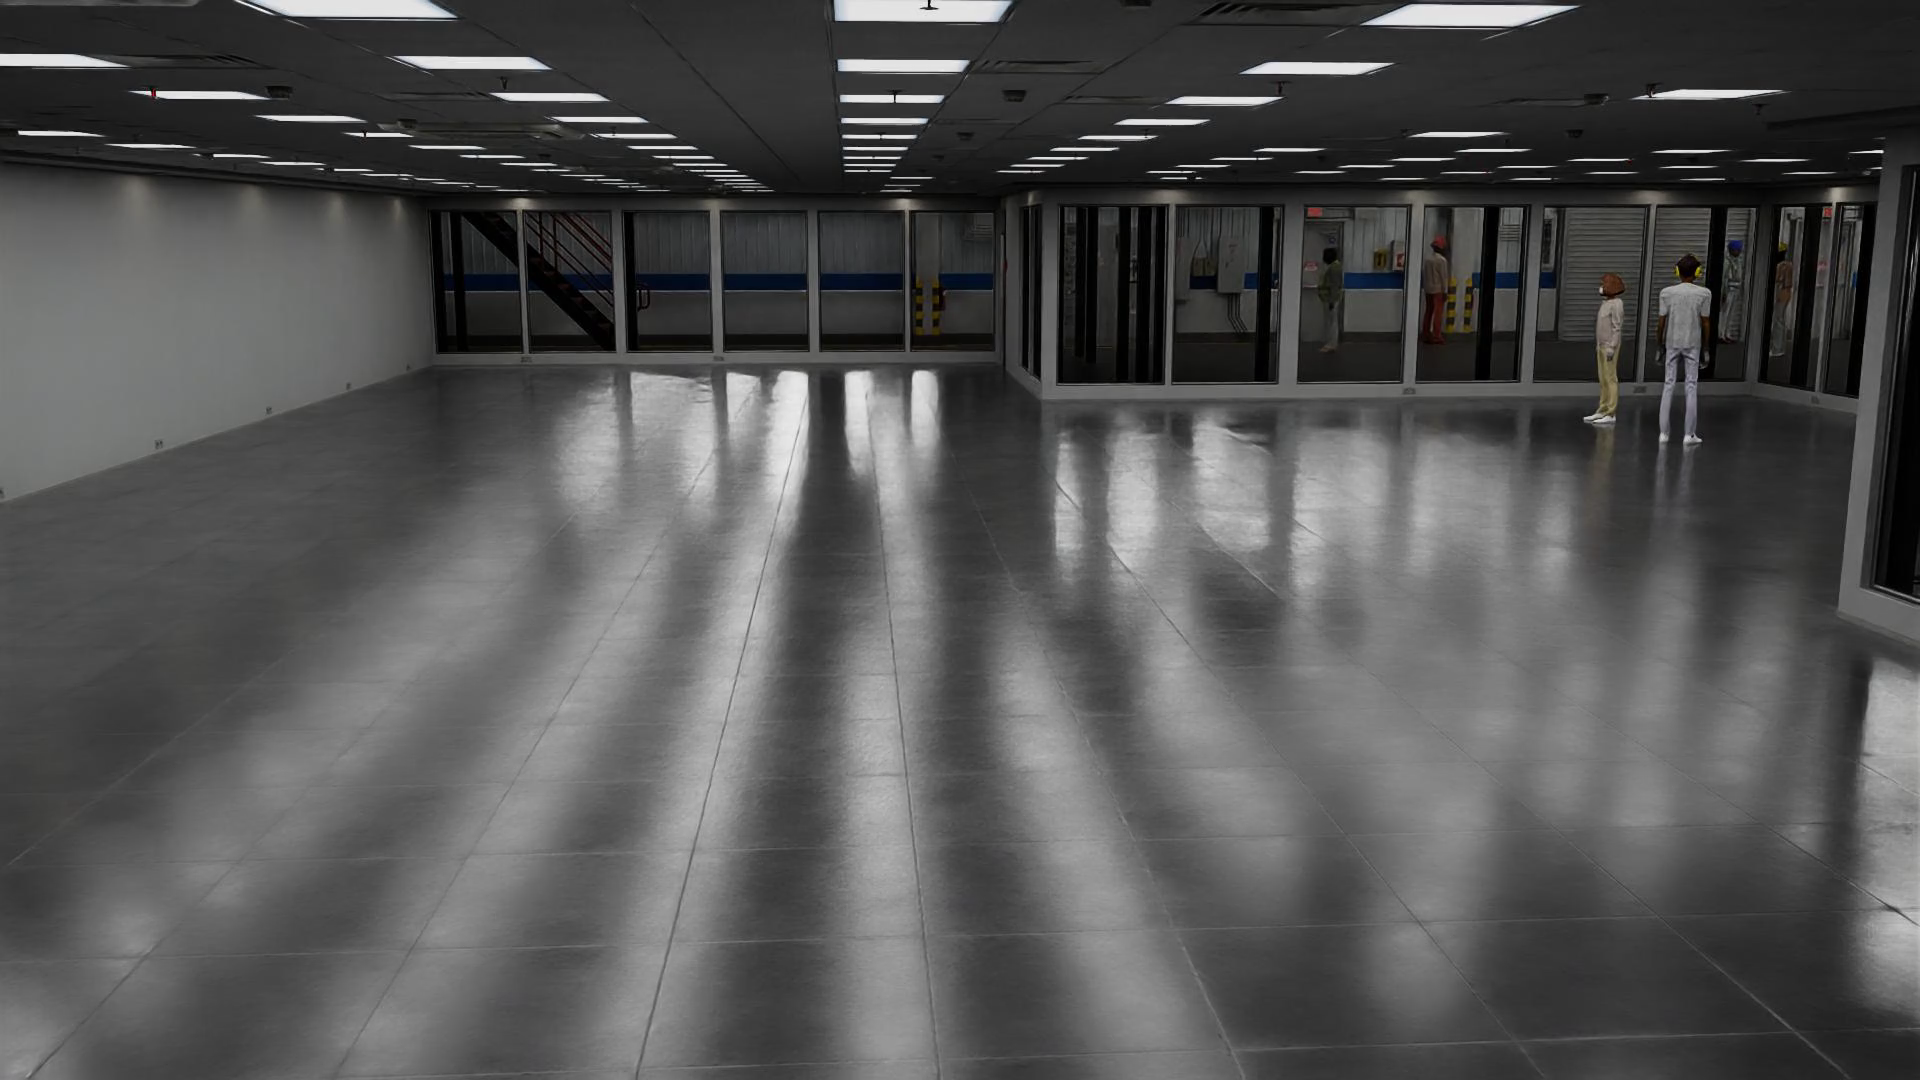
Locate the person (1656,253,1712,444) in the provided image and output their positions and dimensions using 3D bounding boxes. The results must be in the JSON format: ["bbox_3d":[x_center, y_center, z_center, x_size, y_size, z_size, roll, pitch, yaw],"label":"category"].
[{"bbox_3d":[7.135,-1.875,16.395,0.509,1.877,0.328,7,13,34],"label":"person"}]

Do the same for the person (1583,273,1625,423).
[{"bbox_3d":[7.083,-2.094,18.213,0.286,1.633,0.499,0,11,2],"label":"person"}]
